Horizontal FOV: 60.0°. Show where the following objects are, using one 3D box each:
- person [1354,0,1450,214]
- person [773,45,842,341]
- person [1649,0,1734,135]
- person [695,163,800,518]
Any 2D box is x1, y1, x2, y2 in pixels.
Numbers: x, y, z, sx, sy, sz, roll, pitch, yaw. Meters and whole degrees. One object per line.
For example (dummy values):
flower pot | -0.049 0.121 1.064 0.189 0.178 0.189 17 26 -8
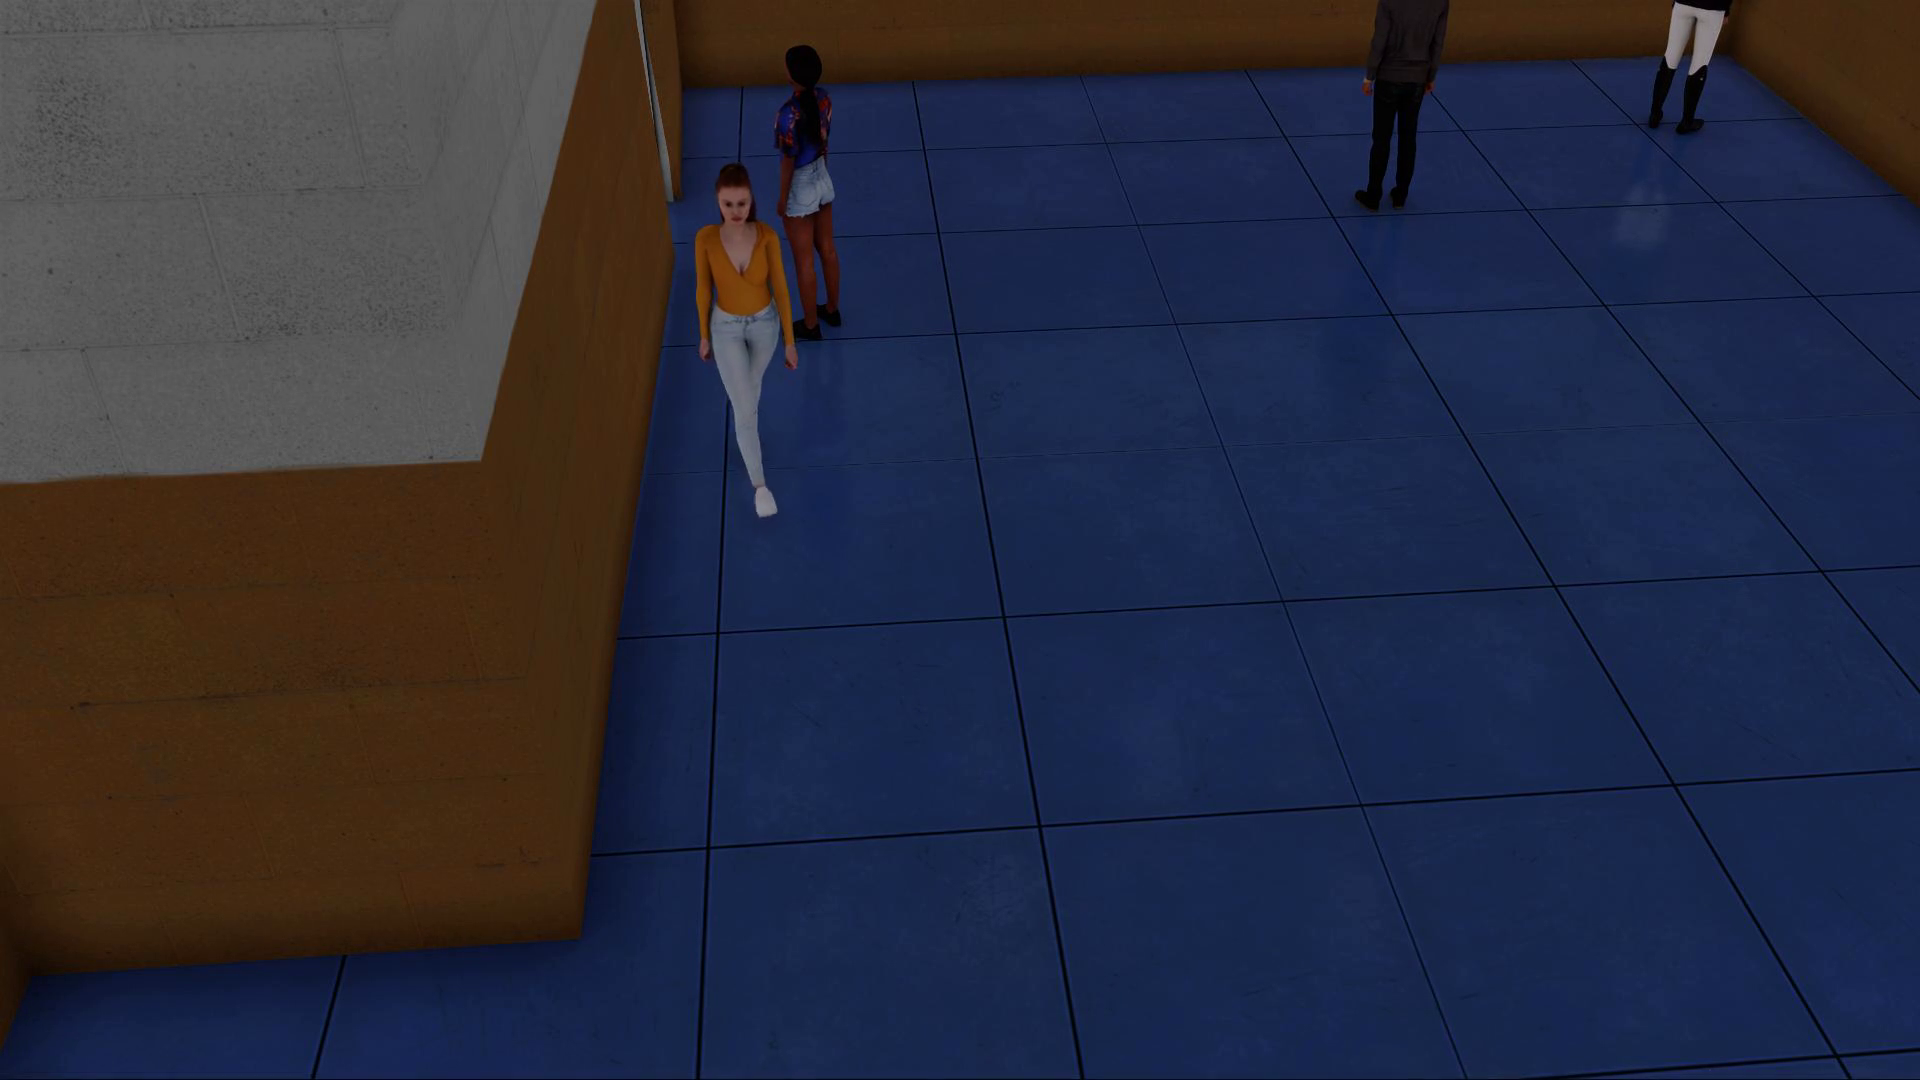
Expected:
person | 2.862 -2.985 10.780 0.456 1.768 0.700 -24 43 -28
person | -0.864 -1.968 9.447 0.706 1.743 0.667 22 42 26
person | 5.261 -3.765 11.839 0.669 1.729 0.727 27 45 32
person | -1.071 -1.042 8.256 1.145 1.691 0.828 -10 38 -13
